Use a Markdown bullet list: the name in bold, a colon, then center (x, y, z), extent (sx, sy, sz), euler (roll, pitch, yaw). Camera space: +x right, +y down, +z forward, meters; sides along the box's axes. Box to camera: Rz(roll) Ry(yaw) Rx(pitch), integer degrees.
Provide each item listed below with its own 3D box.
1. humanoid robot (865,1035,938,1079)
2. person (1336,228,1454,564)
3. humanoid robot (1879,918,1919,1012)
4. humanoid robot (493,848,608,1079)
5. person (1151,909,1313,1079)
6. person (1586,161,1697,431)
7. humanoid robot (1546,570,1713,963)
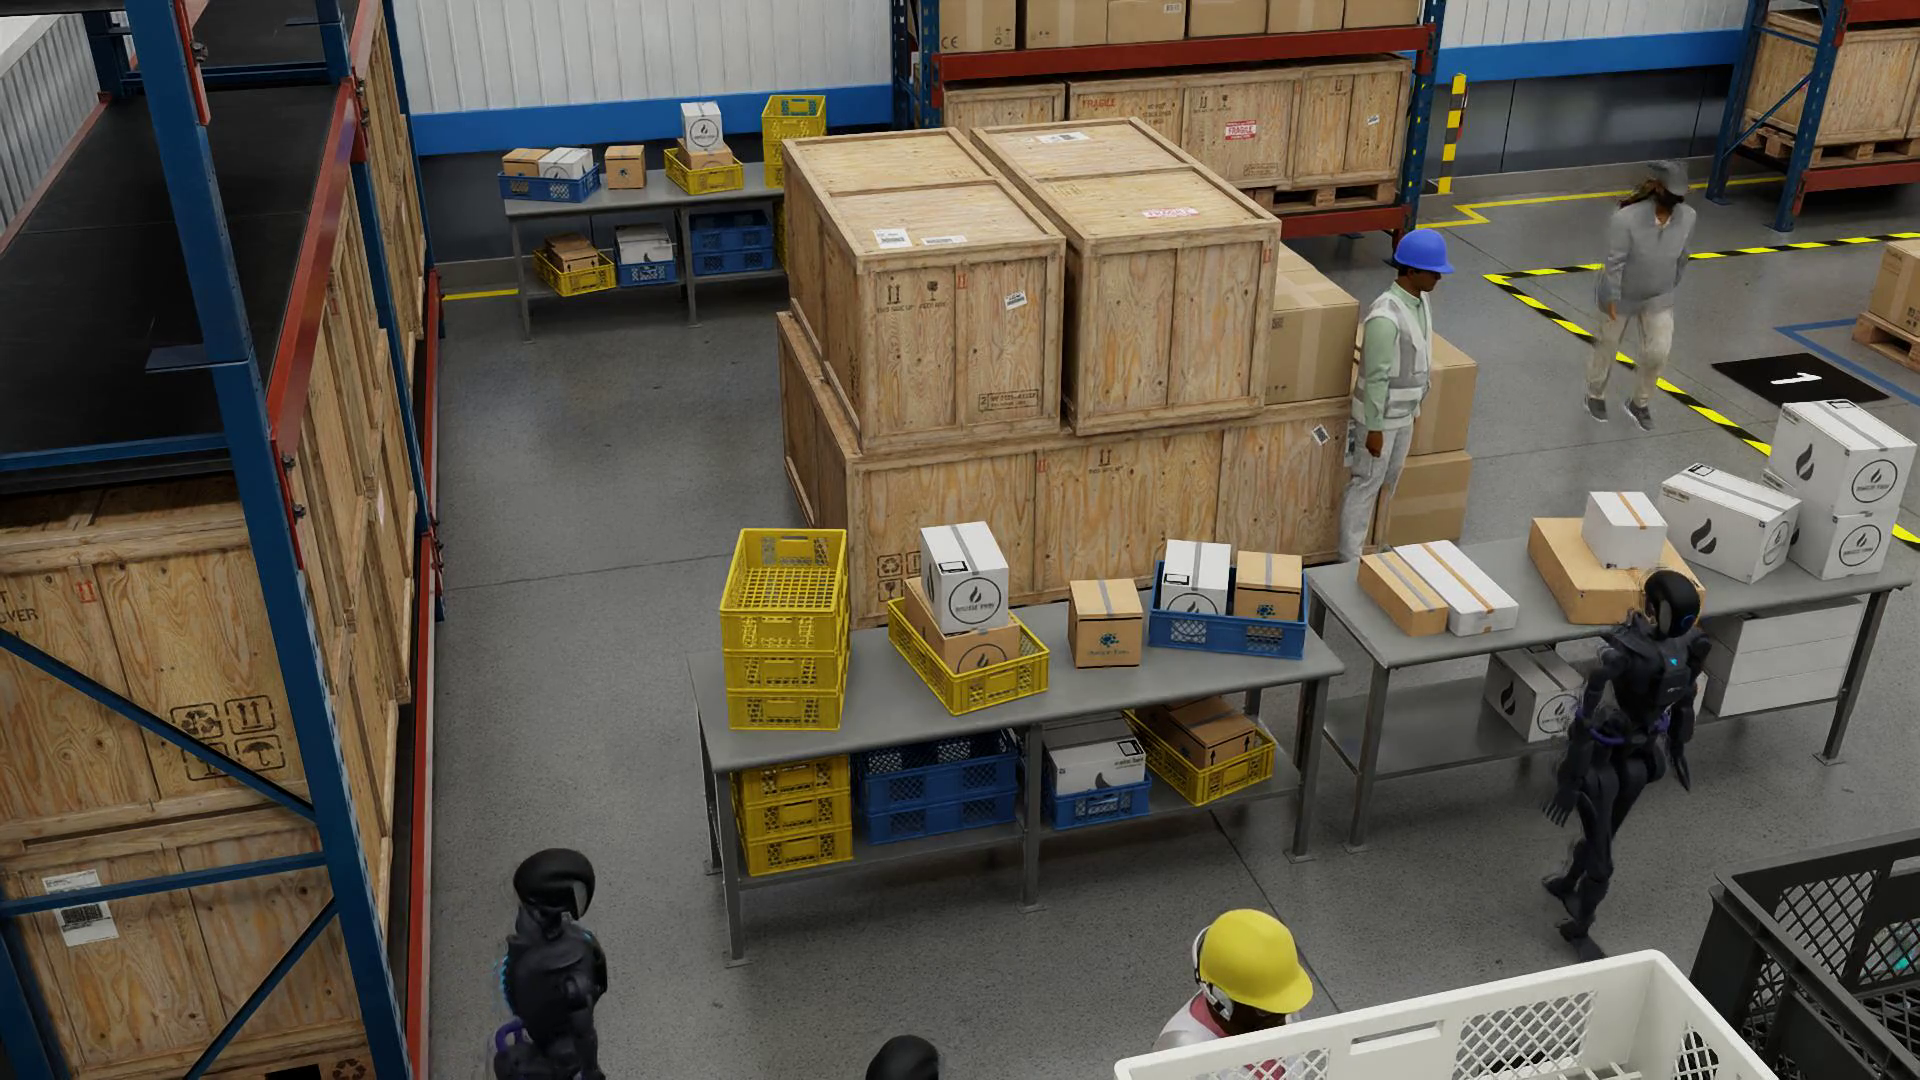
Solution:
- **humanoid robot**: center (-0.142, 1.899, 4.199), extent (0.599, 1.653, 0.315), euler (10, 30, 17)
- **person**: center (2.241, -0.679, 8.624), extent (0.410, 1.939, 0.608), euler (19, 34, 30)
- **humanoid robot**: center (3.404, 1.171, 5.502), extent (0.669, 1.827, 0.555), euler (21, 35, 33)
- **humanoid robot**: center (-1.194, 1.602, 4.754), extent (0.489, 1.628, 0.608), euler (-18, 33, -29)
- **person**: center (0.704, 1.705, 4.400), extent (0.404, 1.833, 0.589), euler (20, 35, 32)
- **person**: center (4.225, -1.508, 10.331), extent (0.571, 1.741, 0.614), euler (-1, 29, -2)
- **humanoid robot**: center (2.479, 0.826, 6.170), extent (0.590, 1.640, 0.593), euler (-11, 31, -20)
